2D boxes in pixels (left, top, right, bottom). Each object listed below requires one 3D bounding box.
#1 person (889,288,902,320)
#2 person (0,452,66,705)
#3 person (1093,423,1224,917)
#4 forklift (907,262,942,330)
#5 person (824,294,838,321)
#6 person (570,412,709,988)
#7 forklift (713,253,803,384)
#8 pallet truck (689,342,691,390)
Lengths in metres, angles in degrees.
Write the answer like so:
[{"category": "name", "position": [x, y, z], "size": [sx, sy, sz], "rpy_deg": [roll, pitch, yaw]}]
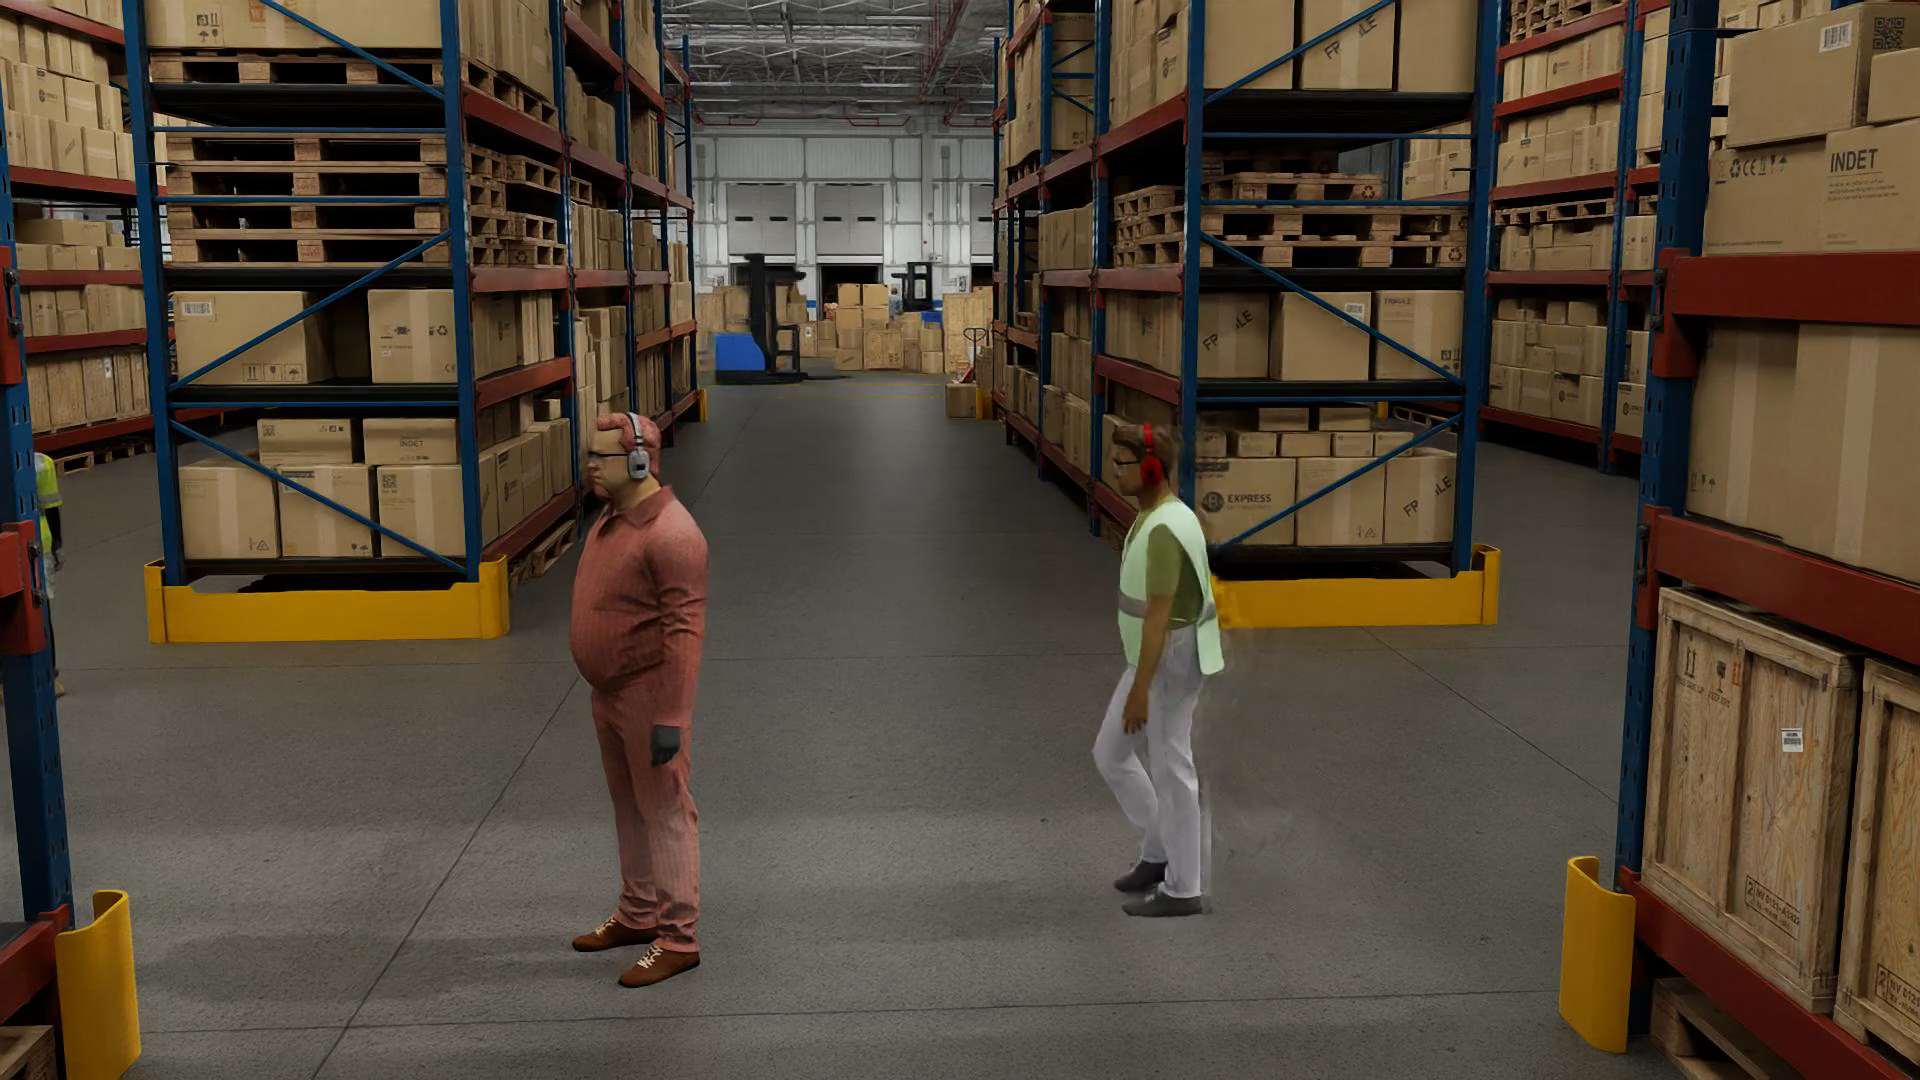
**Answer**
[{"category": "person", "position": [-2.303, -7.823, 57.944], "size": [0.638, 1.926, 0.367], "rpy_deg": [4, 10, 23]}, {"category": "person", "position": [-5.212, 0.067, 9.141], "size": [0.535, 1.692, 0.317], "rpy_deg": [-4, 10, -23]}, {"category": "person", "position": [0.713, 0.489, 6.070], "size": [0.470, 1.828, 0.589], "rpy_deg": [0, 9, -3]}, {"category": "forklift", "position": [-1.389, -8.379, 58.443], "size": [1.129, 2.768, 1.873], "rpy_deg": [-7, 12, -38]}, {"category": "person", "position": [-4.492, -7.713, 57.966], "size": [0.540, 1.695, 0.317], "rpy_deg": [-4, 10, -24]}, {"category": "person", "position": [-1.098, 0.524, 5.582], "size": [0.406, 1.911, 0.636], "rpy_deg": [-6, 11, -34]}, {"category": "forklift", "position": [-4.418, -4.825, 36.129], "size": [1.873, 2.768, 1.129], "rpy_deg": [-2, 9, -11]}, {"category": "pallet truck", "position": [-5.225, -3.008, 27.480], "size": [1.885, 1.965, 0.823], "rpy_deg": [2, 9, 14]}]
